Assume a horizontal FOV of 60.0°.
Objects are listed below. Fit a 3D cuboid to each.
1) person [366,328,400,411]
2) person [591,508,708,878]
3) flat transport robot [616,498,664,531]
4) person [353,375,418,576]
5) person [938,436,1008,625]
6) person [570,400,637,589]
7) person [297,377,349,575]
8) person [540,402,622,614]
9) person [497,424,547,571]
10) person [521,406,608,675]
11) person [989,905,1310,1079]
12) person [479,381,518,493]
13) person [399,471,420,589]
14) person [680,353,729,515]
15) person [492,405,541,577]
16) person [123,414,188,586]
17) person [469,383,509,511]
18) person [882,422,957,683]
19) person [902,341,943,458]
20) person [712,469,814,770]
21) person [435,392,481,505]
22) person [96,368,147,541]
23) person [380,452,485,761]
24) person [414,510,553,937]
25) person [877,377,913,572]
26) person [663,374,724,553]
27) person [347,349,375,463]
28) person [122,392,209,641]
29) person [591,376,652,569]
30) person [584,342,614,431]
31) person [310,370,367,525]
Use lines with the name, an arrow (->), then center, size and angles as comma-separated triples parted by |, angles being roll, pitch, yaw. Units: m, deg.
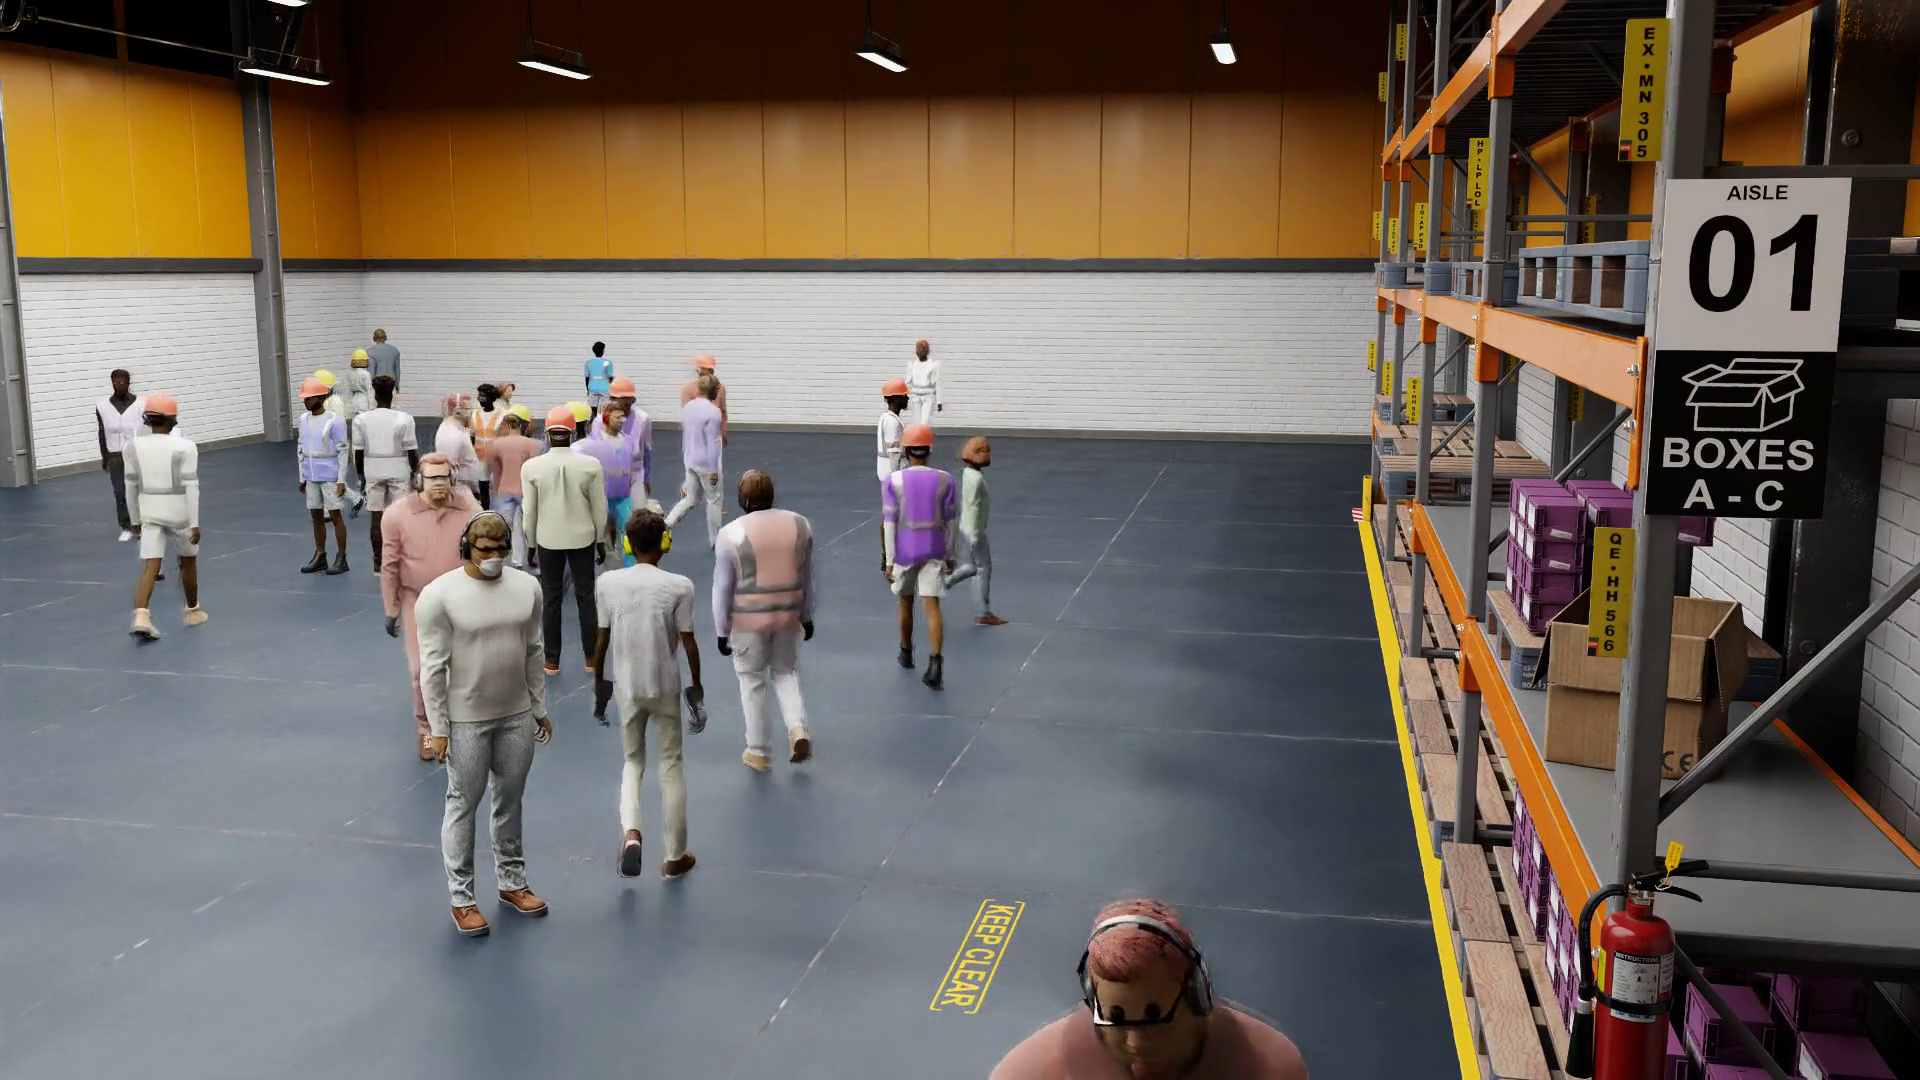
person -> -9.890, -2.655, 28.535 | 0.374, 1.934, 0.628 | 8, 12, 39
person -> -1.540, 0.772, 8.159 | 0.625, 1.846, 0.529 | 1, 9, 5
flat transport robot -> -3.821, -0.304, 19.365 | 0.652, 0.197, 1.431 | -2, 10, -14
person -> -5.565, -0.624, 16.192 | 0.614, 1.964, 0.361 | 0, 9, -3
person -> 0.061, -0.071, 13.945 | 0.627, 1.614, 0.499 | -1, 9, -5
person -> -3.232, -0.377, 15.183 | 0.860, 1.815, 0.579 | 8, 12, 40
person -> -6.252, -0.621, 16.265 | 0.550, 1.935, 0.376 | 4, 10, 20
person -> -3.230, -0.236, 14.140 | 1.010, 1.873, 0.594 | 4, 10, 25
person -> -4.284, -0.458, 16.328 | 0.515, 1.582, 0.847 | -2, 10, -11
person -> -2.918, 0.007, 12.307 | 0.609, 1.995, 0.376 | -2, 10, -14
person -> 0.371, 1.592, 3.162 | 0.628, 1.860, 0.810 | -2, 10, -9
person -> -5.624, -1.150, 20.397 | 0.632, 1.618, 0.510 | 7, 12, 35
person -> -3.832, 0.240, 12.124 | 0.514, 1.598, 0.651 | -6, 11, -31
person -> -3.128, -1.292, 20.209 | 0.621, 1.979, 0.583 | -9, 13, -42
person -> -4.189, -0.428, 15.800 | 0.563, 1.705, 0.936 | 2, 10, 12
person -> -7.662, -0.503, 15.960 | 0.613, 1.788, 0.869 | -2, 10, -14
person -> -5.315, -0.932, 18.859 | 0.537, 1.697, 0.320 | 2, 10, 9
person -> -0.286, 0.083, 12.177 | 0.559, 1.895, 0.977 | -2, 10, -11
person -> -0.627, -2.151, 25.772 | 0.589, 1.841, 0.941 | 5, 11, 29
person -> -1.164, 0.489, 9.903 | 0.652, 1.829, 0.478 | -6, 11, -31
person -> -4.730, -0.442, 15.425 | 0.947, 1.866, 0.640 | -4, 10, -21
person -> -9.228, -0.967, 18.489 | 0.595, 1.897, 0.791 | -2, 10, -12
person -> -3.157, 0.413, 10.158 | 0.672, 1.891, 0.508 | -5, 11, -28
person -> -2.156, 0.816, 7.621 | 0.371, 1.934, 0.627 | 9, 13, 42
person -> -0.628, -0.626, 16.282 | 0.354, 1.942, 0.545 | -1, 10, -9
person -> -2.760, -0.775, 17.315 | 0.826, 1.912, 0.636 | -8, 12, -40
person -> -9.100, -2.032, 25.352 | 0.487, 1.744, 0.297 | 5, 11, 28
person -> -6.498, -0.198, 13.534 | 0.620, 2.007, 1.017 | 0, 9, -1
person -> -3.236, -0.589, 15.958 | 0.619, 1.978, 1.072 | -5, 11, -27
person -> -6.239, -2.582, 28.804 | 0.536, 1.696, 0.322 | 1, 10, 9
person -> -7.311, -1.077, 19.370 | 0.523, 1.815, 0.600 | -8, 12, -39
